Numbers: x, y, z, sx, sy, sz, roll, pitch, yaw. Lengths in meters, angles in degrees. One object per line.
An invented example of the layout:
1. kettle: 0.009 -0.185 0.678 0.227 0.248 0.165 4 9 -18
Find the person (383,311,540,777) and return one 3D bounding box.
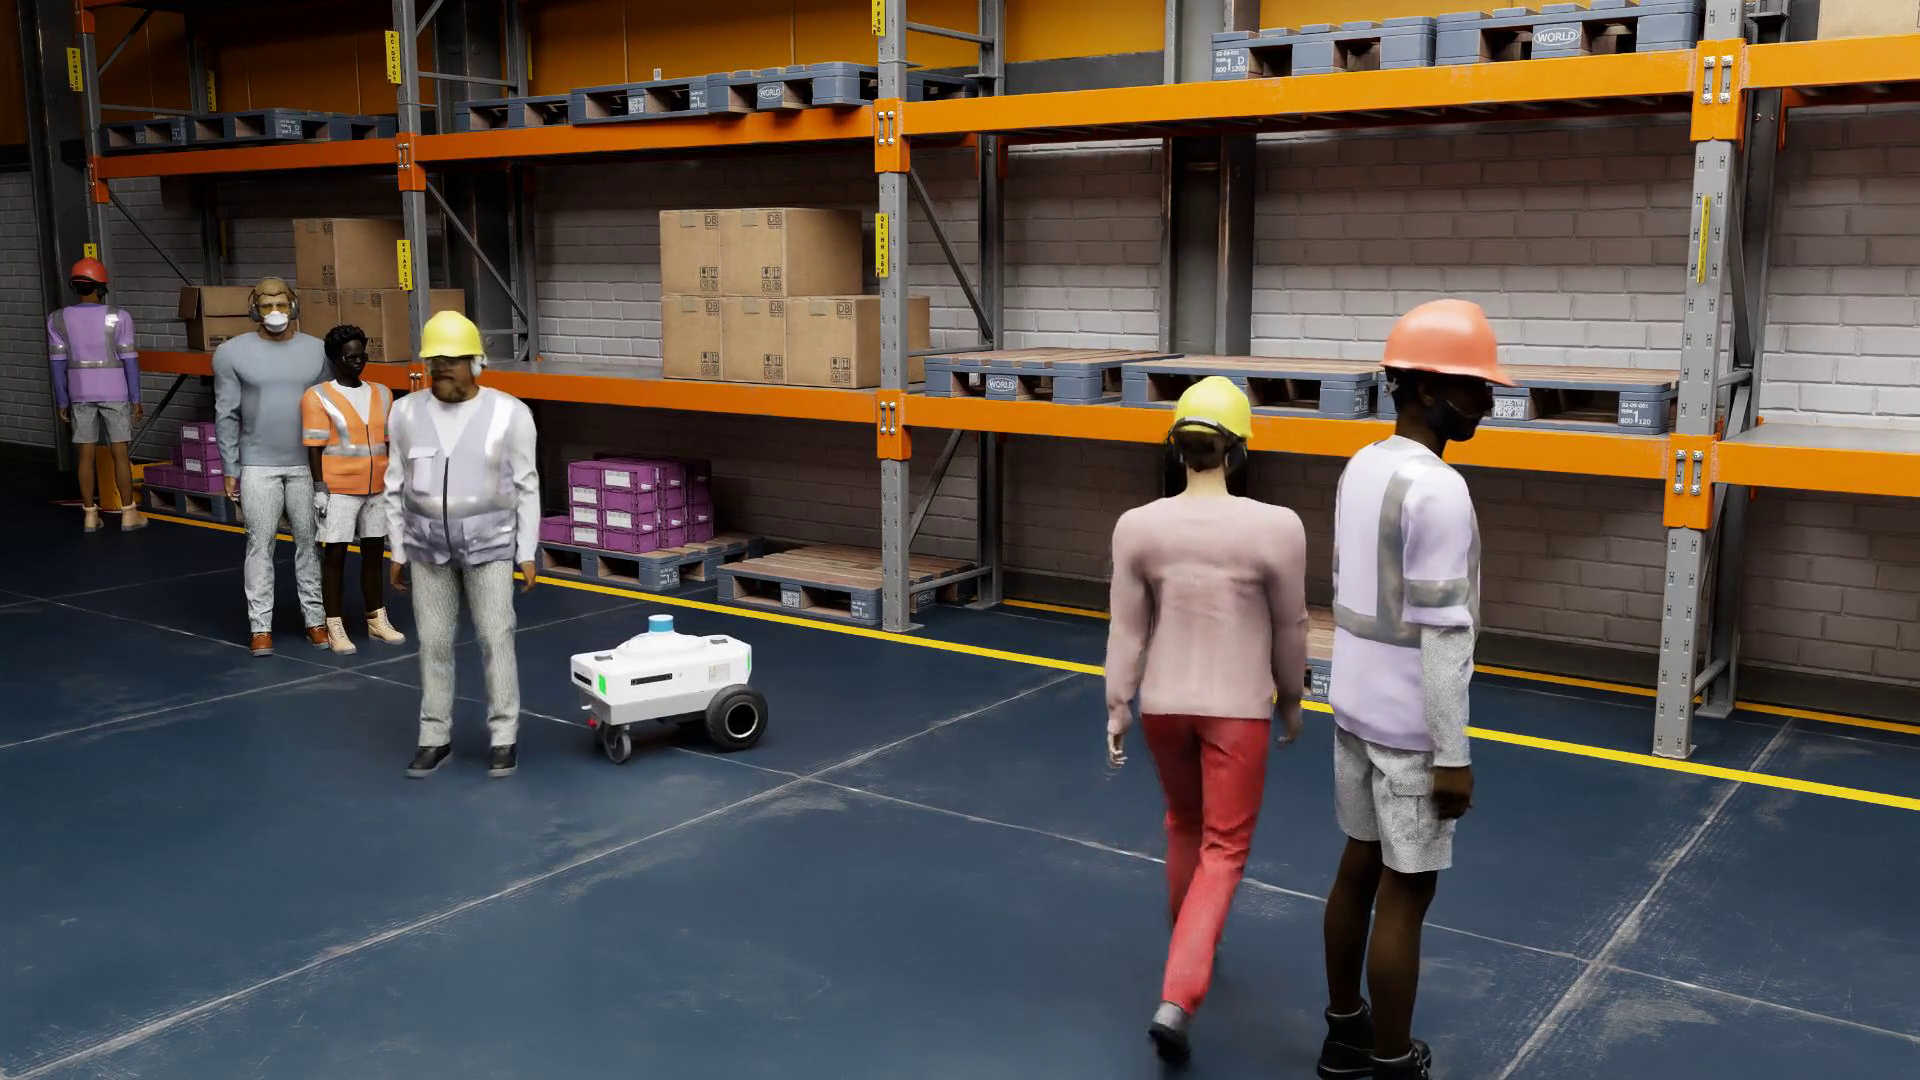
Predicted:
1. person: -1.951 0.026 6.504 0.600 1.830 0.403 0 10 -1

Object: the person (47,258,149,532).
1. person: -6.440 -1.077 12.442 0.605 2.045 0.377 -2 10 -10

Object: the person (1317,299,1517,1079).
1. person: 1.064 0.410 3.917 0.376 1.933 0.545 -1 10 -8

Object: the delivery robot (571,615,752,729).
1. delivery robot: -1.232 0.554 6.878 0.707 0.478 0.477 -7 11 -34

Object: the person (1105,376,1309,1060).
1. person: 0.616 0.440 4.341 0.505 1.728 0.820 5 11 28

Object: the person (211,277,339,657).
1. person: -3.493 -0.377 8.590 0.628 1.940 0.373 -6 11 -31

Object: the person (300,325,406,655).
1. person: -3.144 -0.265 8.640 0.318 1.697 0.535 7 12 35
